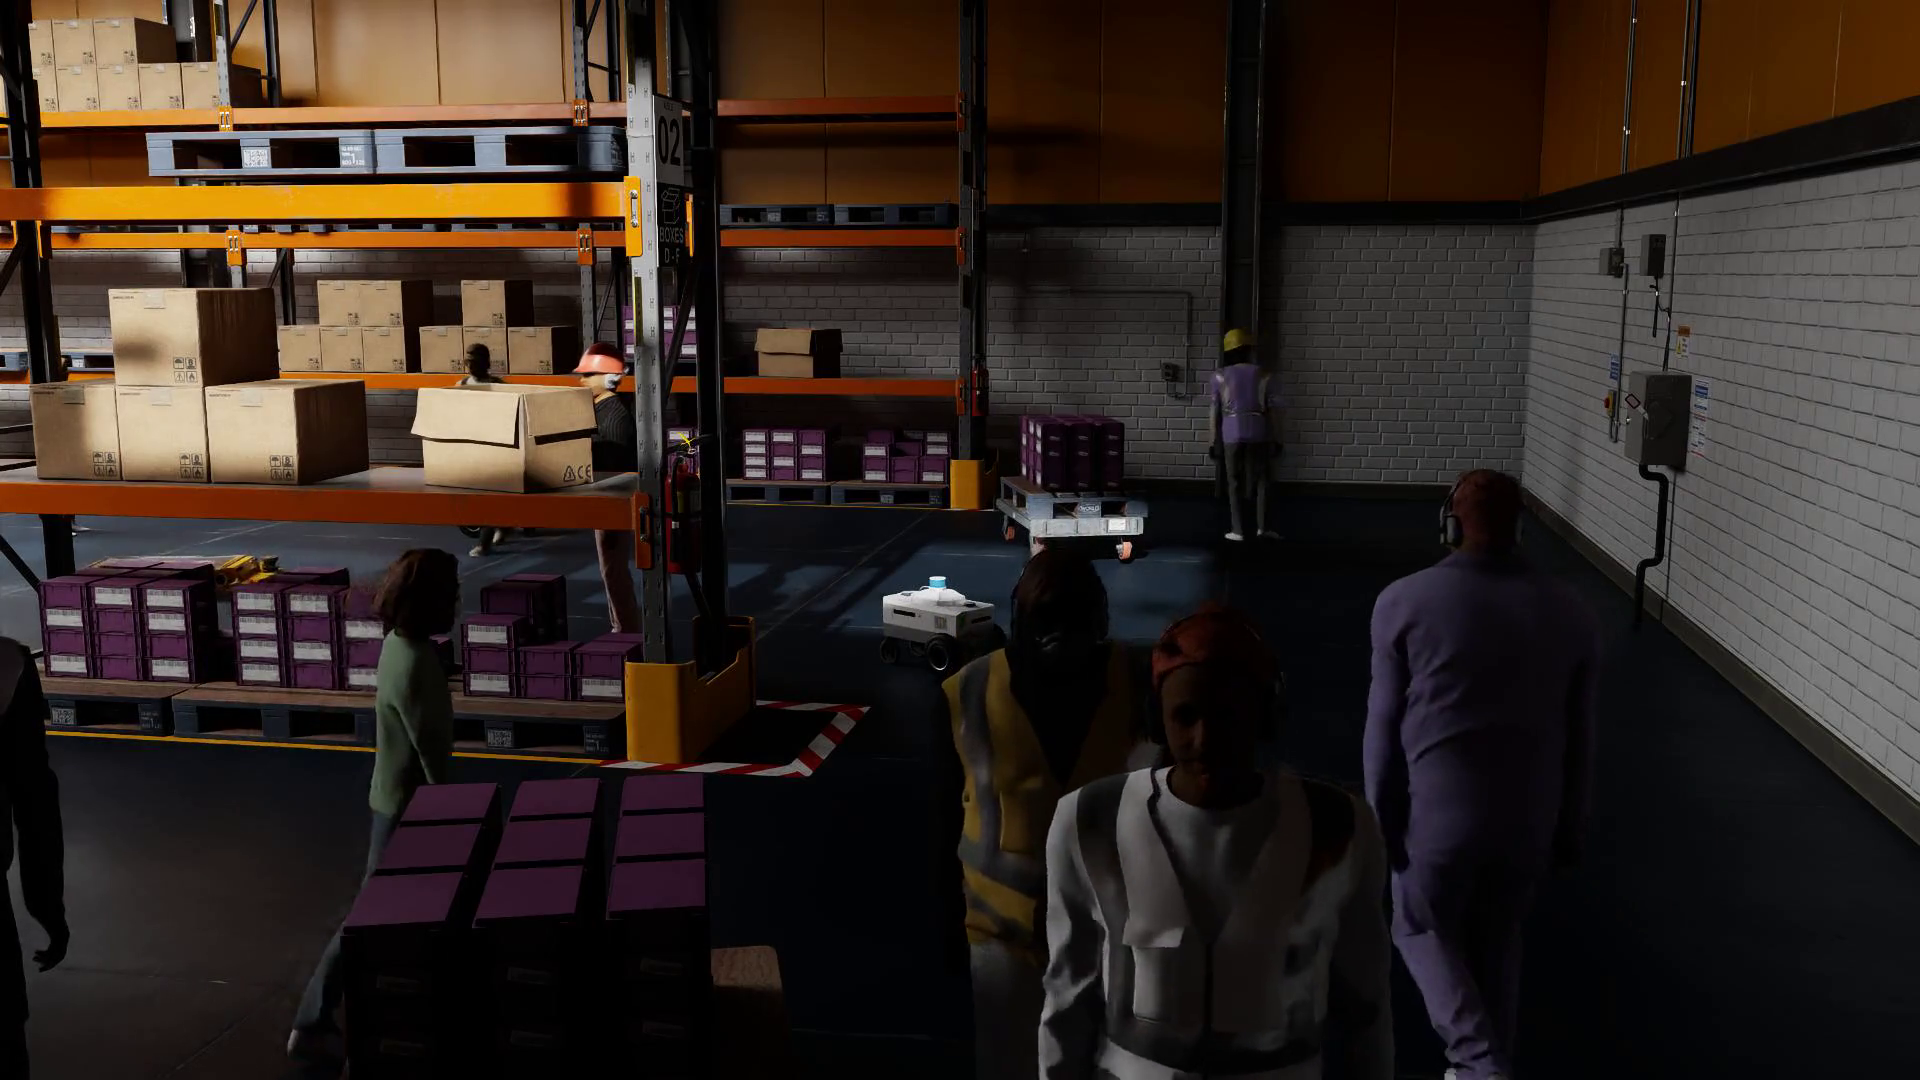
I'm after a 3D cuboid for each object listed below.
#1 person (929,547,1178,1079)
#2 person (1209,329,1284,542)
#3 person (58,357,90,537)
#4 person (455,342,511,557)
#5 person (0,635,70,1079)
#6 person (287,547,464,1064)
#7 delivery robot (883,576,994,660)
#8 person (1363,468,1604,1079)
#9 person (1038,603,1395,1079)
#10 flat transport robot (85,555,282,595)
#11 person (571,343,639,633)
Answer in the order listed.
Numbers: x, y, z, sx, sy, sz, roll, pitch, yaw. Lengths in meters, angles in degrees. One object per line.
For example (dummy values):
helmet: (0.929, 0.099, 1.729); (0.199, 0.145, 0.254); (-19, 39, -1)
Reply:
person: (0.246, 0.890, 3.930); (0.638, 1.808, 0.930); (0, 9, 0)
person: (2.555, -0.915, 14.822); (0.688, 1.902, 0.491); (0, 9, 0)
person: (-8.223, -0.851, 15.212); (0.307, 1.637, 0.525); (-1, 9, -6)
person: (-4.078, -0.795, 14.339); (0.541, 1.822, 0.804); (2, 9, 12)
person: (-2.374, 0.850, 3.798); (0.596, 1.915, 0.370); (-3, 10, -20)
person: (-1.674, 0.811, 5.079); (0.858, 1.588, 0.496); (-3, 10, -16)
delivery robot: (-0.136, 0.465, 10.107); (0.707, 0.478, 0.477); (8, 12, 41)
person: (1.442, 0.748, 4.566); (0.645, 1.873, 0.580); (-1, 9, -6)
person: (0.433, 1.022, 2.862); (0.594, 1.870, 0.505); (2, 9, 11)
flat transport robot: (-5.934, 0.267, 12.504); (1.431, 0.197, 0.652); (-1, 9, -7)
person: (-2.075, -0.160, 9.817); (0.382, 1.994, 0.622); (-3, 10, -16)
